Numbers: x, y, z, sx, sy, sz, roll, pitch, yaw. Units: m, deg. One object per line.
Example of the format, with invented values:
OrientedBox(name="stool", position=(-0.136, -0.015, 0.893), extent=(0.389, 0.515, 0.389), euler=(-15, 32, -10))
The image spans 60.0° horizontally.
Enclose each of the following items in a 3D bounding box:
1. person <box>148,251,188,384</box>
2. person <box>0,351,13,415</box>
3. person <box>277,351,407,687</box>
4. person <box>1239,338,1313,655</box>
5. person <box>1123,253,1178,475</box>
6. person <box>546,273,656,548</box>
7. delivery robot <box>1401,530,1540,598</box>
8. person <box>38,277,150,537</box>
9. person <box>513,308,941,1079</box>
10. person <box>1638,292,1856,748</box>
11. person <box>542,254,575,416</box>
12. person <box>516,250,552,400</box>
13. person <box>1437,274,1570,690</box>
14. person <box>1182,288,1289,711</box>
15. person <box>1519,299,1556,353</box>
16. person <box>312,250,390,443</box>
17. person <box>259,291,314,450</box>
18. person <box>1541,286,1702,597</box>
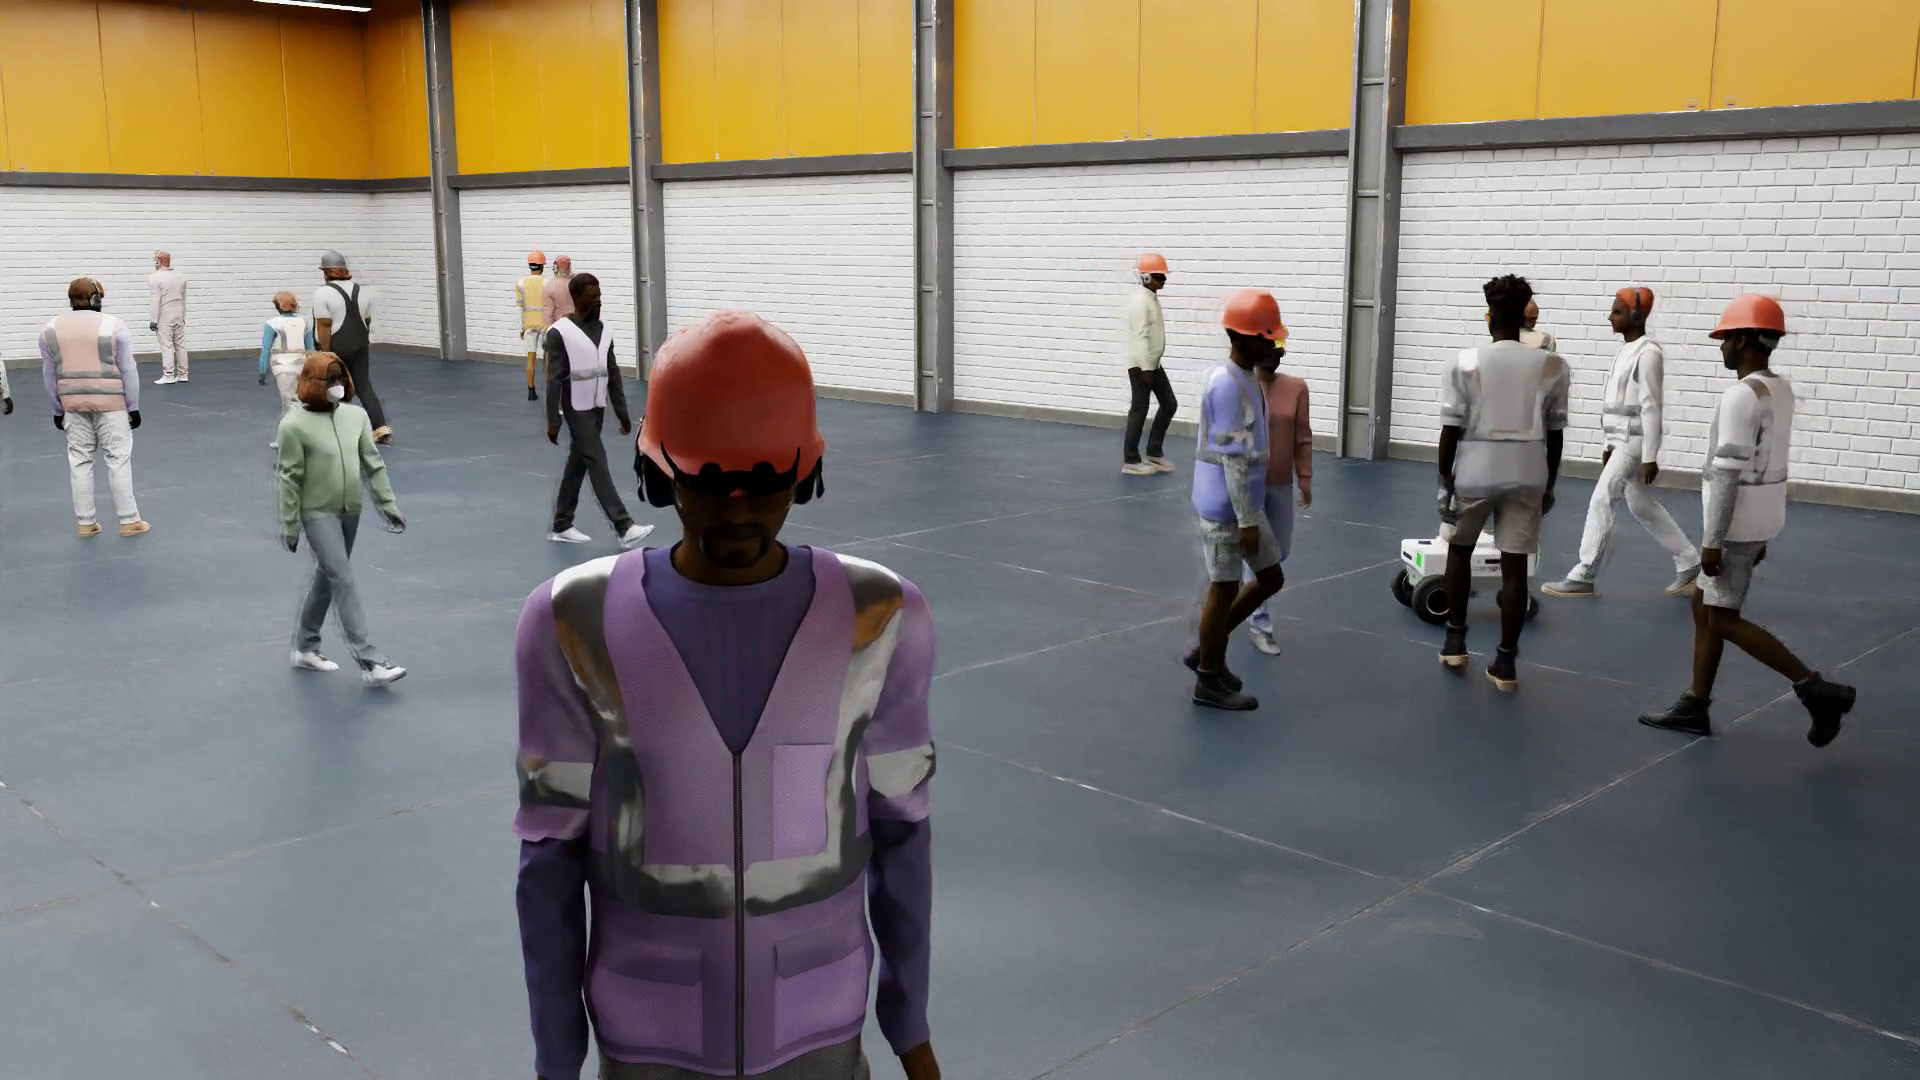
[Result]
OrientedBox(name="person", position=(-11.425, -3.202, 23.960), extent=(0.410, 1.913, 0.643), euler=(3, 11, 16))
OrientedBox(name="person", position=(-7.577, -1.123, 12.641), extent=(0.640, 1.900, 0.447), euler=(-5, 12, -25))
OrientedBox(name="person", position=(-2.955, -0.104, 7.935), extent=(0.850, 1.586, 0.518), euler=(5, 12, 26))
OrientedBox(name="person", position=(1.532, -0.312, 8.693), extent=(0.527, 1.738, 0.691), euler=(-4, 11, -21))
OrientedBox(name="person", position=(1.731, -1.553, 14.790), extent=(0.623, 1.970, 0.649), euler=(4, 11, 21))
OrientedBox(name="person", position=(-2.467, -0.874, 11.360), extent=(0.966, 1.868, 0.618), euler=(5, 11, 24))
OrientedBox(name="delivery robot", position=(2.853, 0.117, 9.304), extent=(0.707, 0.478, 0.477), euler=(0, 10, -1))
OrientedBox(name="person", position=(-6.120, -0.932, 11.791), extent=(0.619, 1.837, 0.430), euler=(-1, 10, -4))
OrientedBox(name="person", position=(-0.319, 0.690, 2.399), extent=(0.605, 2.035, 0.389), euler=(-2, 11, -12))
OrientedBox(name="person", position=(3.312, -0.059, 6.874), extent=(0.795, 1.906, 0.556), euler=(9, 14, 40))
OrientedBox(name="person", position=(-4.678, -2.420, 19.712), extent=(0.403, 1.904, 0.652), euler=(10, 14, 44))
OrientedBox(name="person", position=(-5.449, -2.770, 21.532), extent=(0.548, 1.937, 0.358), euler=(0, 10, 2))
OrientedBox(name="person", position=(2.580, -0.292, 7.983), extent=(0.607, 1.941, 0.707), euler=(2, 11, 10))
OrientedBox(name="person", position=(1.230, -0.158, 7.382), extent=(0.439, 1.906, 0.551), euler=(4, 11, 23))
OrientedBox(name="person", position=(4.431, -1.083, 13.141), extent=(0.514, 1.642, 0.310), euler=(2, 11, 13))
OrientedBox(name="person", position=(-6.291, -1.999, 17.045), extent=(1.009, 2.000, 0.692), euler=(6, 12, 31))
OrientedBox(name="person", position=(-6.543, -1.633, 16.270), extent=(0.871, 1.599, 0.535), euler=(6, 12, 28))
OrientedBox(name="person", position=(3.990, -0.558, 9.732), extent=(0.940, 1.854, 0.589), euler=(2, 11, 11))
